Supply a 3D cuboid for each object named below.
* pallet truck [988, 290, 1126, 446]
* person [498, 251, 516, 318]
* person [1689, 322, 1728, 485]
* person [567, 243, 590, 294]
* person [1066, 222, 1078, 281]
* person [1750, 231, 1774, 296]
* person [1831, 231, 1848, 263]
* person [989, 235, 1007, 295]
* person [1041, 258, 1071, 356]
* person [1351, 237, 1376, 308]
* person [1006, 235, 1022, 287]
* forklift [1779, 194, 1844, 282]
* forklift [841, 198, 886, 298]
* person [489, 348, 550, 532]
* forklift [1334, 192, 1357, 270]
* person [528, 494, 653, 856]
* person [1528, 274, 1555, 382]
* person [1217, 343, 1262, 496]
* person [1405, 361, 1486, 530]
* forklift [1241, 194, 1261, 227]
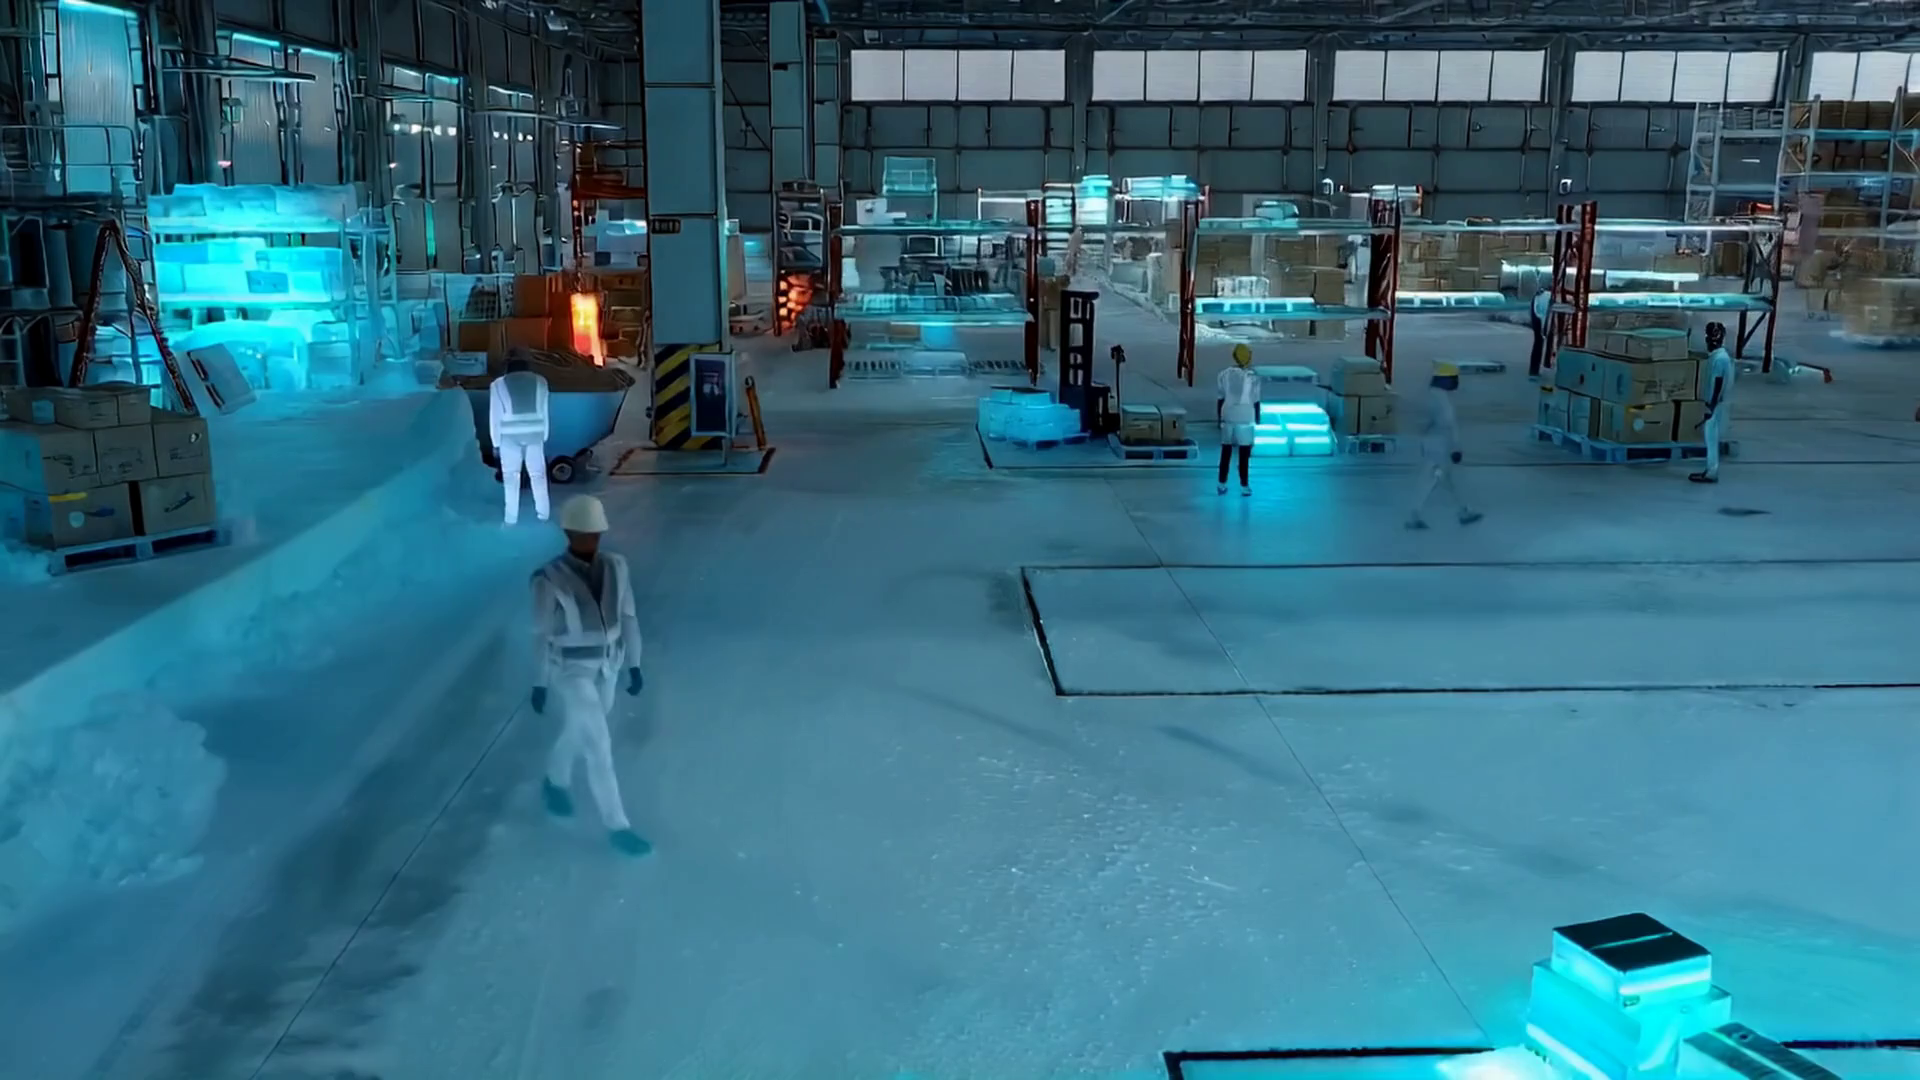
[{"bbox_3d":[1.257,-2.299,22.111,1.885,1.965,0.823,-9,15,-35],"label":"pallet truck"},{"bbox_3d":[-11.163,-6.259,40.832,0.312,1.633,0.519,-10,16,-38],"label":"person"},{"bbox_3d":[8.613,-1.563,19.089,0.311,1.865,0.533,6,14,24],"label":"person"},{"bbox_3d":[-8.933,-5.950,38.793,0.596,1.905,0.650,1,13,5],"label":"person"},{"bbox_3d":[3.637,-9.453,54.543,0.372,1.940,0.631,-5,13,-21],"label":"person"},{"bbox_3d":[23.135,-8.000,48.034,0.591,1.919,0.392,6,14,24],"label":"person"},{"bbox_3d":[28.910,-9.329,54.692,0.427,1.628,0.521,-10,16,-39],"label":"person"},{"bbox_3d":[1.045,-7.420,45.529,0.604,1.863,0.504,-8,15,-33],"label":"person"},{"bbox_3d":[1.876,-4.559,32.525,0.607,1.906,0.490,-2,13,-7],"label":"person"},{"bbox_3d":[10.291,-6.742,42.340,0.644,1.926,0.620,1,13,6],"label":"person"},{"bbox_3d":[1.641,-8.632,50.919,0.564,1.905,0.693,-7,14,-30],"label":"person"},{"bbox_3d":[27.523,-9.761,53.794,1.873,2.768,1.129,3,13,14],"label":"forklift"},{"bbox_3d":[-2.541,-8.292,47.160,1.129,2.768,1.873,-12,17,-42],"label":"forklift"},{"bbox_3d":[-4.406,-1.003,16.660,0.620,1.836,0.430,-8,15,-32],"label":"person"},{"bbox_3d":[13.718,-11.101,59.844,1.873,2.768,1.129,0,12,-2],"label":"forklift"},{"bbox_3d":[-2.025,0.671,8.920,1.004,1.907,0.613,10,16,38],"label":"person"},{"bbox_3d":[9.957,-3.629,28.464,0.326,1.843,0.517,3,13,14],"label":"person"},{"bbox_3d":[3.095,-1.336,18.465,0.530,1.688,0.323,8,15,33],"label":"person"},{"bbox_3d":[4.895,-0.933,16.613,0.886,1.702,0.496,1,13,4],"label":"person"},{"bbox_3d":[9.557,-9.996,54.854,1.873,2.768,1.129,-3,13,-11],"label":"forklift"}]
